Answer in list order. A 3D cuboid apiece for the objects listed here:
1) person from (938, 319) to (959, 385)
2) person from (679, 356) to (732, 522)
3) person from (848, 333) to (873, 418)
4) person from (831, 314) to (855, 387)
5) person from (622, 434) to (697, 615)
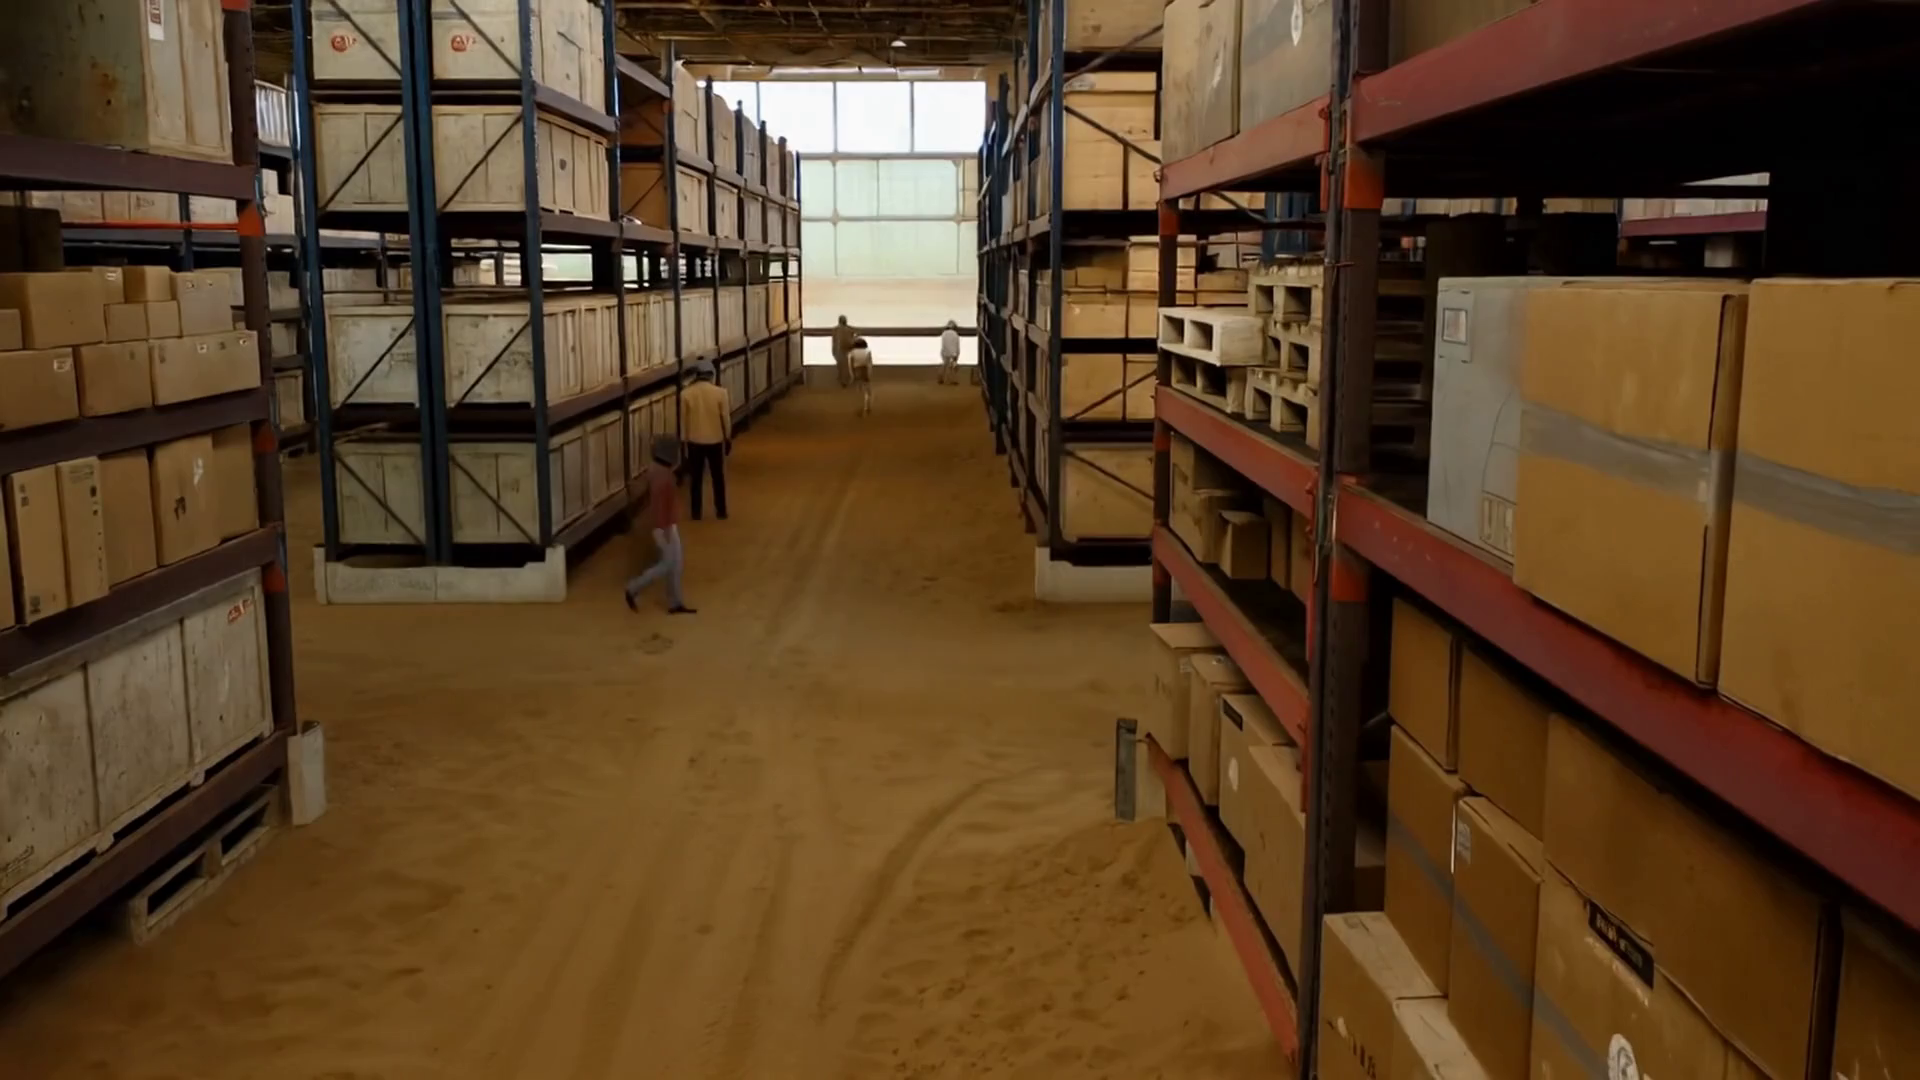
[{"bbox_3d":[-0.284,-4.882,43.320,0.559,1.733,0.639,7,11,35],"label":"person"},{"bbox_3d":[-3.058,-1.211,19.990,0.622,1.992,0.397,-1,9,-8],"label":"person"},{"bbox_3d":[-2.035,-3.364,34.013,0.506,1.723,0.558,-1,9,-5],"label":"person"},{"bbox_3d":[-2.989,-4.856,42.747,0.651,1.877,0.850,-2,9,-10],"label":"person"},{"bbox_3d":[-2.615,-0.120,14.449,0.550,1.614,0.511,0,9,-1],"label":"person"}]
